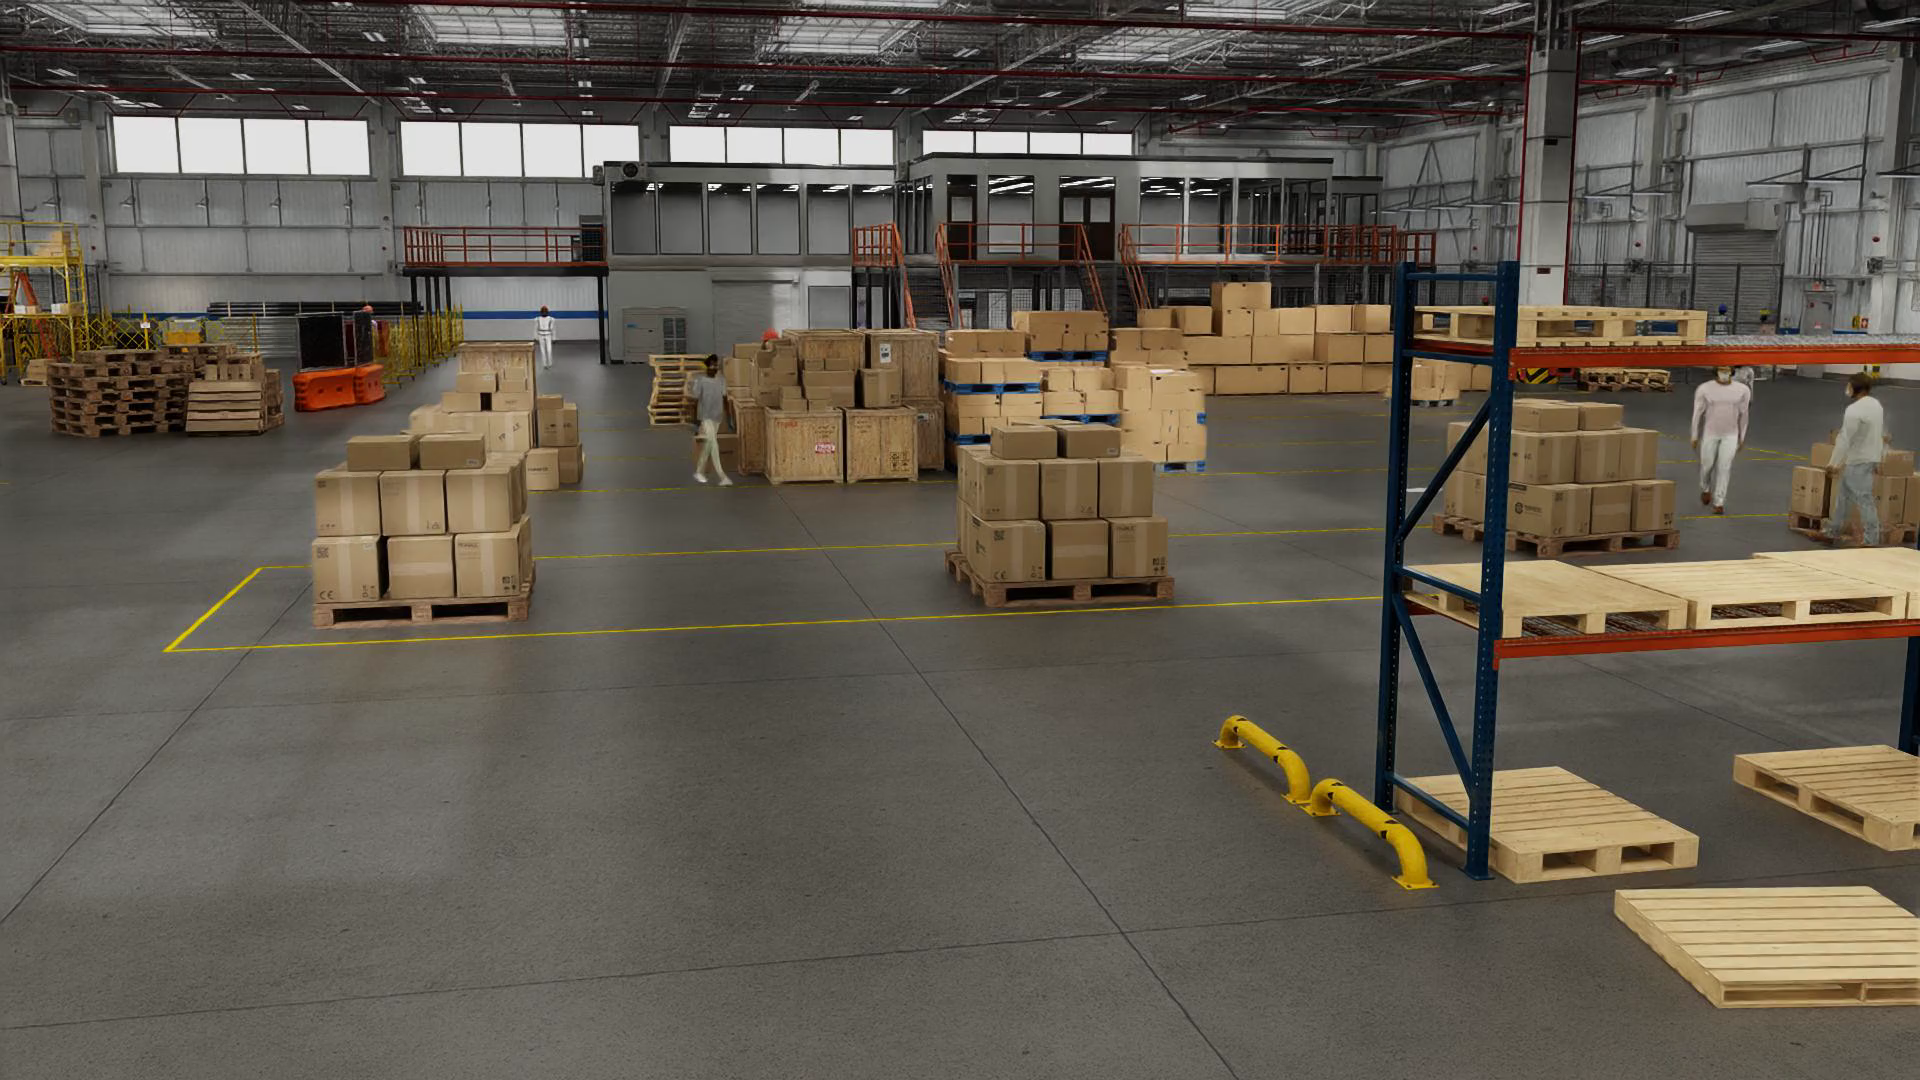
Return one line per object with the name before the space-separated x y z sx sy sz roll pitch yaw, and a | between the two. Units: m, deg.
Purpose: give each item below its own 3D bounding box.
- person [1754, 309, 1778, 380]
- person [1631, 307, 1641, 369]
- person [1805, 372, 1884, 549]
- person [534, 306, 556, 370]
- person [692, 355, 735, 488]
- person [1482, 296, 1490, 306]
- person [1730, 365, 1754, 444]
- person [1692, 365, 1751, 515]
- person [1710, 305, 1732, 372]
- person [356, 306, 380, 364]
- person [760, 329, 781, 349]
person | 21.361 -5.156 44.035 0.569 1.899 0.627 8 12 40
person | 18.740 -5.554 46.495 0.987 1.883 0.570 9 13 44
person | 9.336 -0.813 17.544 0.635 1.901 0.922 -9 13 -43
person | -12.163 -5.893 48.652 0.595 1.852 0.776 0 9 -1
person | -3.430 -1.650 22.945 0.993 1.820 0.497 9 13 44
person | 18.323 -7.510 58.100 0.616 1.990 0.393 1 9 3
person | 12.809 -2.336 27.439 0.506 1.703 0.787 6 11 31
person | 9.299 -1.281 20.368 0.630 1.922 0.598 3 10 19
person | 21.586 -5.699 47.192 0.605 1.950 0.381 8 12 39
person | -14.925 -4.894 42.032 0.609 2.034 0.397 3 10 16
person | -3.062 -2.443 27.212 0.387 1.992 0.621 0 9 -2
